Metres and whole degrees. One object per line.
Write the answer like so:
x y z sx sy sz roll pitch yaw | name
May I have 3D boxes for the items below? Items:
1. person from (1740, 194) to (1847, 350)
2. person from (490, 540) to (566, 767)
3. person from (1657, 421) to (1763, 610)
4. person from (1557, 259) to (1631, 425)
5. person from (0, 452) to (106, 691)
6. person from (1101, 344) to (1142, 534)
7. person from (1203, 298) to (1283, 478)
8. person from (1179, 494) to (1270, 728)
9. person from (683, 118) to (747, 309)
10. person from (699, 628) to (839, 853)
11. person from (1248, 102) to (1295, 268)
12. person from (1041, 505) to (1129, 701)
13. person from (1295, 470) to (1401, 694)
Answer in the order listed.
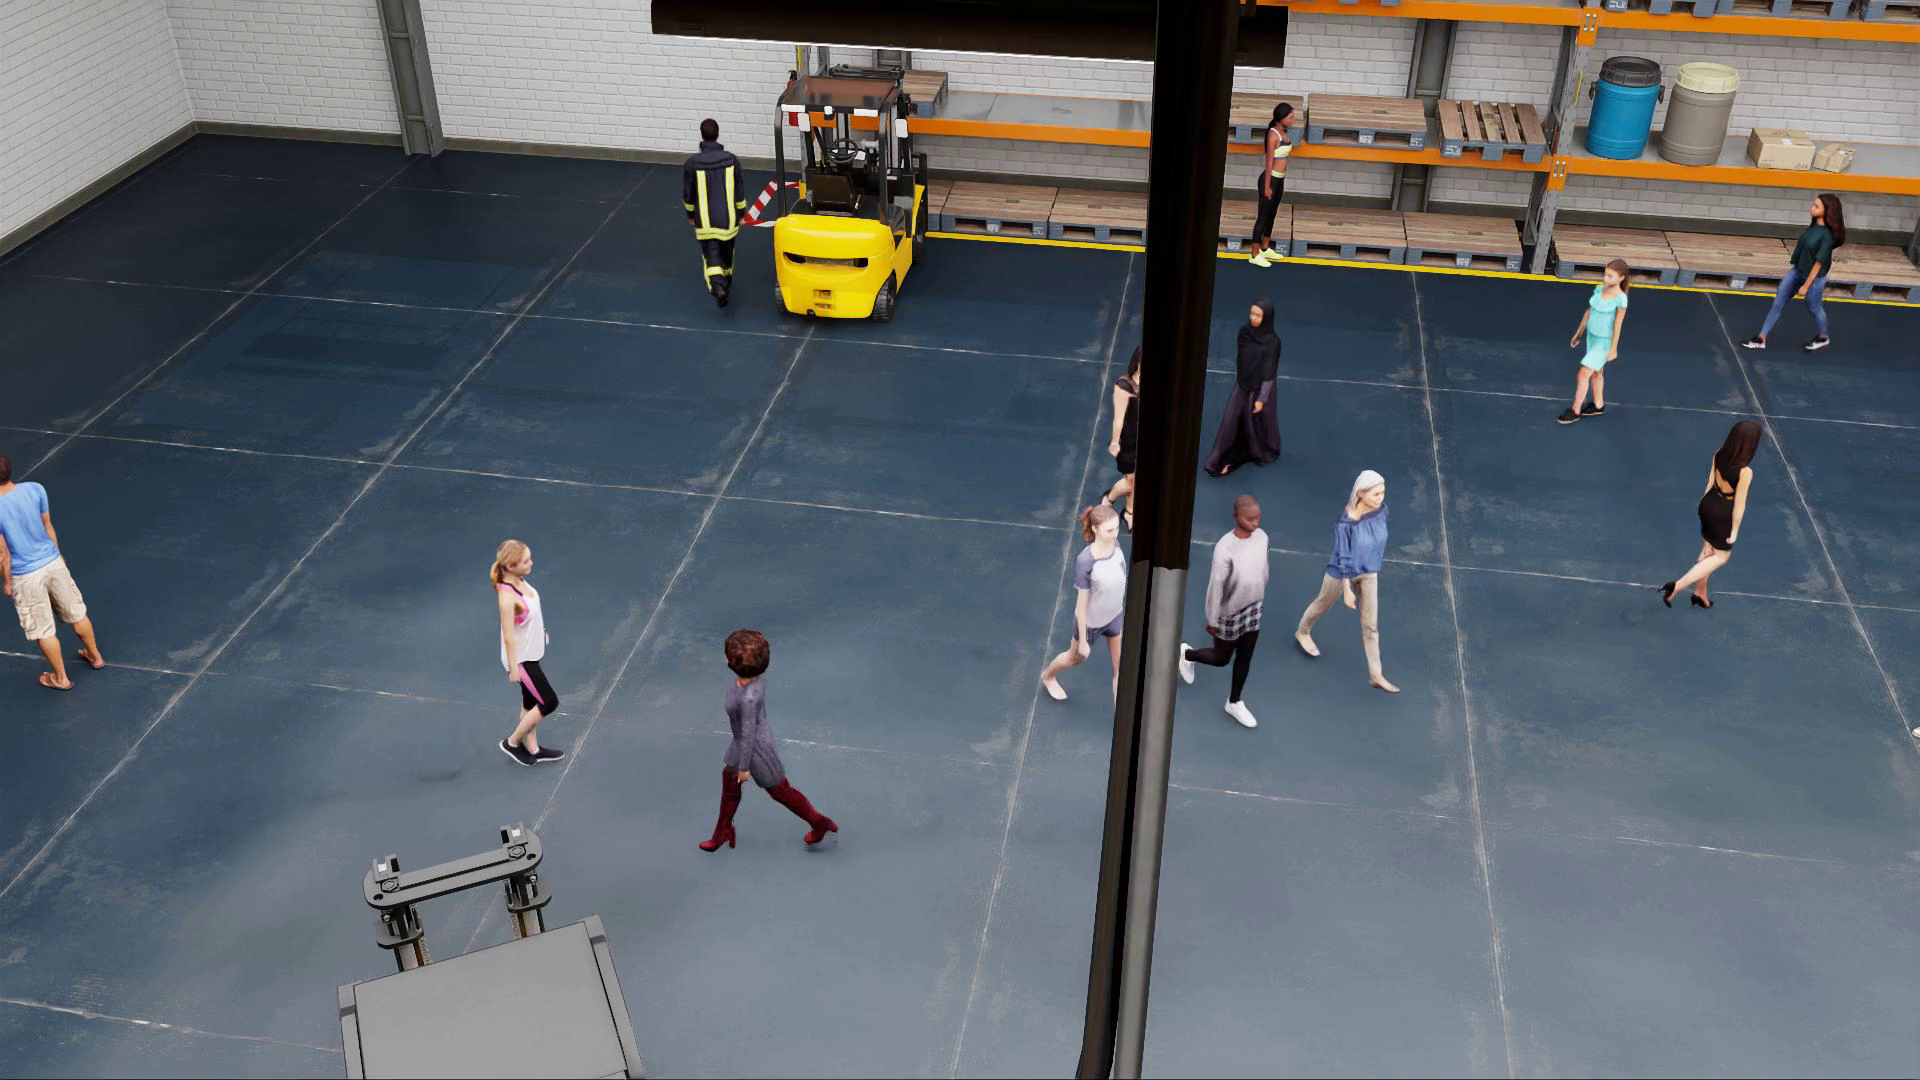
8.153 -2.492 15.823 1.141 1.571 0.758 -1 34 -2 | person
-2.918 0.759 10.747 0.762 1.776 0.715 -5 34 -7 | person
5.497 -0.138 12.221 0.891 1.637 0.755 -9 35 -13 | person
5.755 -1.779 14.777 0.857 1.541 0.731 -7 34 -10 | person
-6.399 0.195 11.516 0.694 1.863 0.727 18 38 25 | person
1.319 -0.809 13.171 0.831 1.703 0.888 -29 43 -36 | person
2.544 -1.298 13.997 1.076 1.602 1.123 -28 43 -35 | person
1.812 0.429 11.258 0.983 1.759 1.041 -22 39 -29 | person
-2.434 -3.240 16.645 1.210 1.906 1.138 -8 34 -12 | person
-1.150 1.275 10.063 1.169 1.673 0.819 -3 34 -5 | person
3.284 -3.770 17.580 0.640 1.754 0.632 21 39 29 | person
0.864 0.506 11.173 1.053 1.724 1.190 -26 41 -33 | person
2.669 0.233 11.658 1.159 1.643 1.139 -17 37 -23 | person
